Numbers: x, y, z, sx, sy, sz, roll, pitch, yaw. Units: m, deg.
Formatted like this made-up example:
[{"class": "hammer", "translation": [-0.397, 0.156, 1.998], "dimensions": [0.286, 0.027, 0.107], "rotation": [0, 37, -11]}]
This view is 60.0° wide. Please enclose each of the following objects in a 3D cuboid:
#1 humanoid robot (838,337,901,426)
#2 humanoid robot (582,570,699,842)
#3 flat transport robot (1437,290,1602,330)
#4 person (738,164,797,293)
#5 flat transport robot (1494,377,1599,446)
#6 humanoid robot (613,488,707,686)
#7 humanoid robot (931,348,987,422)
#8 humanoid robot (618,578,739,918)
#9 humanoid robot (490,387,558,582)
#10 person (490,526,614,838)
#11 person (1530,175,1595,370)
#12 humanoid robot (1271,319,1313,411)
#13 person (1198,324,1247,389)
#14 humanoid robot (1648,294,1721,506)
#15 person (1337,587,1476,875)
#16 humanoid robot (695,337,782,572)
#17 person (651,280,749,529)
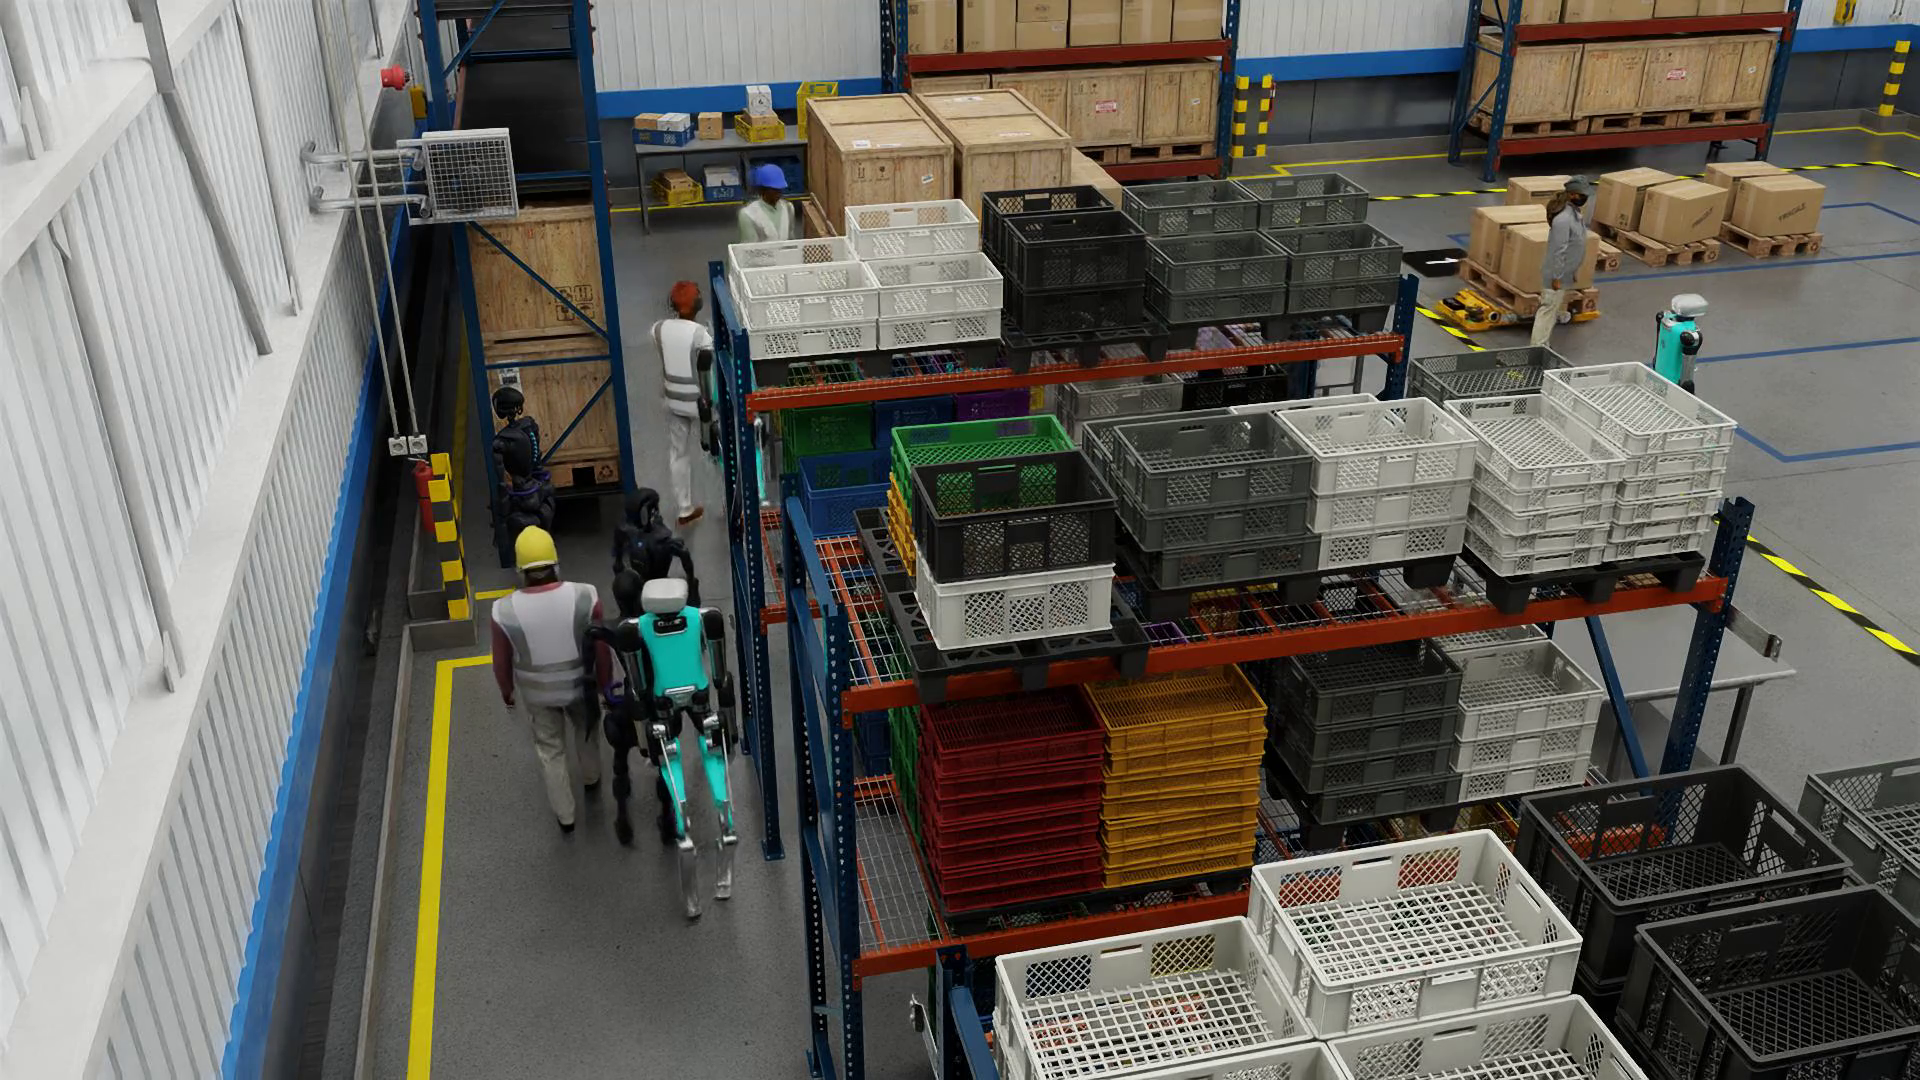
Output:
[{"class": "humanoid robot", "translation": [-0.535, -0.909, 12.222], "dimensions": [0.780, 1.793, 0.530], "rotation": [-3, 28, -6]}, {"class": "humanoid robot", "translation": [-1.694, 0.896, 8.827], "dimensions": [0.615, 1.647, 0.328], "rotation": [-8, 29, -14]}, {"class": "flat transport robot", "translation": [5.533, -2.329, 16.435], "dimensions": [1.431, 0.197, 0.652], "rotation": [-6, 28, -12]}, {"class": "person", "translation": [-1.717, -2.413, 14.833], "dimensions": [0.615, 1.934, 0.577], "rotation": [-23, 35, -36]}, {"class": "flat transport robot", "translation": [4.780, -1.036, 14.013], "dimensions": [0.659, 0.231, 1.431], "rotation": [-6, 28, -12]}, {"class": "humanoid robot", "translation": [-1.742, 0.415, 9.744], "dimensions": [0.612, 1.638, 0.378], "rotation": [12, 30, 21]}, {"class": "humanoid robot", "translation": [0.116, -0.576, 11.453], "dimensions": [0.532, 1.692, 0.733], "rotation": [-12, 30, -21]}, {"class": "humanoid robot", "translation": [-1.368, 1.112, 8.342], "dimensions": [0.562, 1.741, 0.849], "rotation": [-5, 28, -9]}, {"class": "humanoid robot", "translation": [-2.865, -0.228, 10.952], "dimensions": [0.315, 1.657, 0.599], "rotation": [8, 29, 14]}, {"class": "person", "translation": [-2.211, 0.709, 9.040], "dimensions": [0.610, 1.806, 0.702], "rotation": [-8, 29, -15]}, {"class": "person", "translation": [5.421, -2.439, 15.064], "dimensions": [0.396, 1.767, 0.573], "rotation": [14, 31, 24]}, {"class": "humanoid robot", "translation": [2.583, -1.372, 13.138], "dimensions": [0.438, 1.656, 0.609], "rotation": [2, 28, 4]}, {"class": "person", "translation": [1.953, -1.113, 12.258], "dimensions": [0.389, 2.040, 0.613], "rotation": [-6, 28, -10]}, {"class": "humanoid robot", "translation": [5.404, -0.998, 12.228], "dimensions": [0.735, 1.671, 0.533], "rotation": [-2, 28, -3]}, {"class": "person", "translation": [2.267, 1.068, 8.371], "dimensions": [0.691, 1.827, 0.433], "rotation": [5, 28, 10]}, {"class": "humanoid robot", "translation": [-1.465, -0.586, 11.668], "dimensions": [0.553, 1.861, 0.829], "rotation": [-14, 31, -25]}, {"class": "person", "translation": [-1.934, -1.047, 12.326], "dimensions": [0.574, 1.852, 0.811], "rotation": [11, 30, 19]}]
